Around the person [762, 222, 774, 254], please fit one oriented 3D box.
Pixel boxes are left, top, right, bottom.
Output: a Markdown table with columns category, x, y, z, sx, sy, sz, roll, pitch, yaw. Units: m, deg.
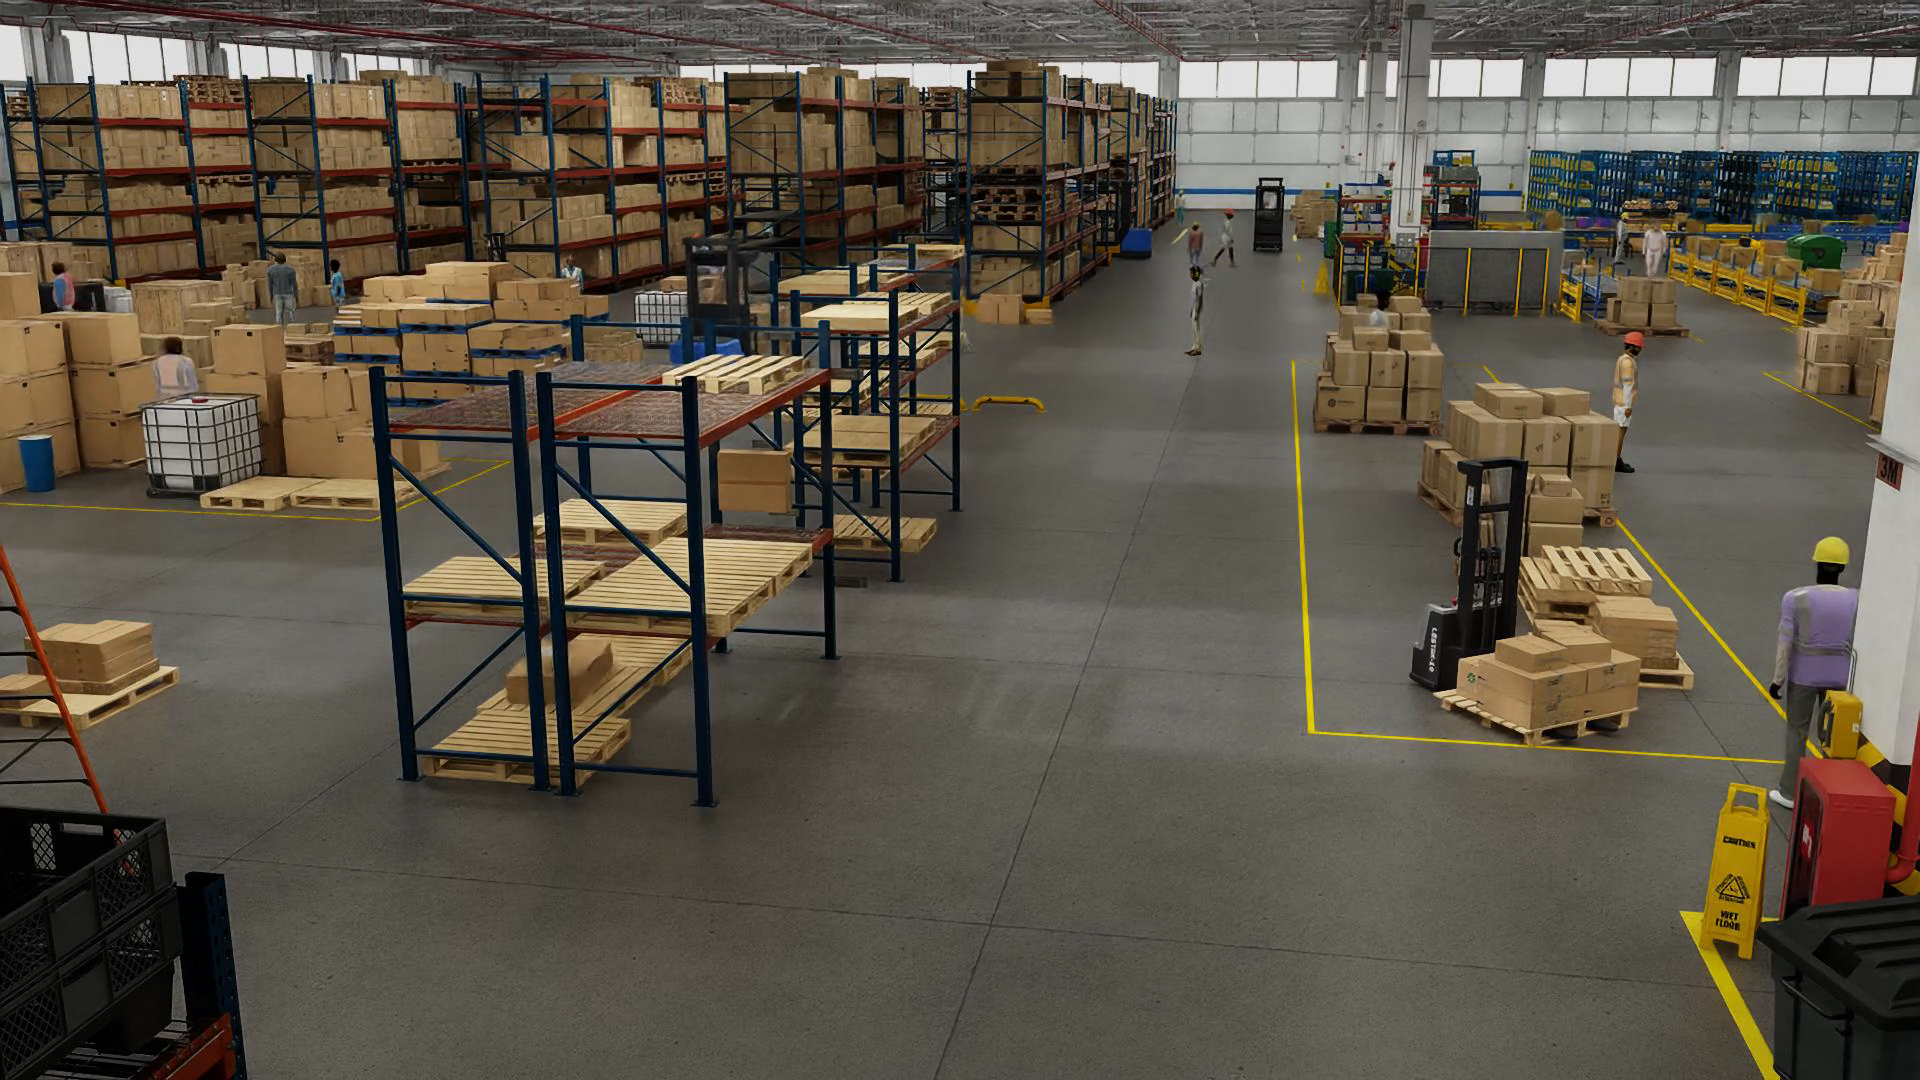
| category | x | y | z | sx | sy | sz | roll | pitch | yaw |
| --- | --- | --- | --- | --- | --- | --- | --- | --- | --- |
| person | -7.279 | -11.660 | 63.133 | 0.493 | 1.624 | 0.280 | -1 | 14 | -4 |

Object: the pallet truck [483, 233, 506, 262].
| category | x | y | z | sx | sy | sz | roll | pitch | yaw |
| --- | --- | --- | --- | --- | --- | --- | --- | --- | --- |
| pallet truck | -11.832 | -7.026 | 43.548 | 1.885 | 1.965 | 0.823 | 8 | 16 | 28 |

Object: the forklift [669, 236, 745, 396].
| category | x | y | z | sx | sy | sz | roll | pitch | yaw |
| --- | --- | --- | --- | --- | --- | --- | --- | --- | --- |
| forklift | -4.285 | -3.859 | 28.871 | 1.129 | 2.768 | 1.873 | 3 | 14 | 10 |

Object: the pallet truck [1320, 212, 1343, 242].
| category | x | y | z | sx | sy | sz | roll | pitch | yaw |
| --- | --- | --- | --- | --- | --- | --- | --- | --- | --- |
| pallet truck | 15.874 | -13.227 | 70.310 | 0.680 | 1.201 | 1.601 | 10 | 17 | 35 |

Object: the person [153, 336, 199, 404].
| category | x | y | z | sx | sy | sz | roll | pitch | yaw |
| --- | --- | --- | --- | --- | --- | --- | --- | --- | --- |
| person | -10.865 | -1.925 | 23.176 | 0.653 | 1.830 | 0.434 | 3 | 14 | 12 |

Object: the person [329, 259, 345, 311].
| category | x | y | z | sx | sy | sz | roll | pitch | yaw |
| --- | --- | --- | --- | --- | --- | --- | --- | --- | --- |
| person | -14.483 | -5.688 | 38.731 | 0.317 | 1.696 | 0.540 | -6 | 15 | -24 |

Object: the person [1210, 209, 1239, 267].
| category | x | y | z | sx | sy | sz | roll | pitch | yaw |
| --- | --- | --- | --- | --- | --- | --- | --- | --- | --- |
| person | 9.099 | -10.371 | 57.130 | 0.961 | 2.012 | 0.609 | 3 | 14 | 13 |

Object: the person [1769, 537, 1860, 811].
| category | x | y | z | sx | sy | sz | roll | pitch | yaw |
| --- | --- | --- | --- | --- | --- | --- | --- | --- | --- |
| person | 5.884 | 0.922 | 11.424 | 0.594 | 1.924 | 0.384 | 2 | 14 | 7 |

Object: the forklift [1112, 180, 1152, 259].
| category | x | y | z | sx | sy | sz | roll | pitch | yaw |
| --- | --- | --- | --- | --- | --- | --- | --- | --- | --- |
| forklift | 6.082 | -11.722 | 60.796 | 1.873 | 2.768 | 1.129 | 2 | 14 | 9 |

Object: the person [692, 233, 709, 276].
| category | x | y | z | sx | sy | sz | roll | pitch | yaw |
| --- | --- | --- | --- | --- | --- | --- | --- | --- | --- |
| person | -6.990 | -7.259 | 44.636 | 0.543 | 1.928 | 0.371 | 3 | 14 | 12 |

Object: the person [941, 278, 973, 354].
| category | x | y | z | sx | sy | sz | roll | pitch | yaw |
| --- | --- | --- | --- | --- | --- | --- | --- | --- | --- |
| person | -0.130 | -4.700 | 34.905 | 0.800 | 1.611 | 0.523 | -4 | 15 | -17 |

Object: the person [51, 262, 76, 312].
| category | x | y | z | sx | sy | sz | roll | pitch | yaw |
| --- | --- | --- | --- | --- | --- | --- | --- | --- | --- |
| person | -19.591 | -5.146 | 36.262 | 0.563 | 1.822 | 0.652 | -2 | 14 | -10 |

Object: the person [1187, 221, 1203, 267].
| category | x | y | z | sx | sy | sz | roll | pitch | yaw |
| --- | --- | --- | --- | --- | --- | --- | --- | --- | --- |
| person | 7.561 | -9.378 | 53.582 | 0.552 | 1.751 | 0.368 | -5 | 15 | -19 |

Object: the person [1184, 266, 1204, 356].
| category | x | y | z | sx | sy | sz | roll | pitch | yaw |
| --- | --- | --- | --- | --- | --- | --- | --- | --- | --- |
| person | 4.906 | -4.774 | 34.683 | 0.328 | 1.865 | 0.517 | -1 | 14 | -4 |

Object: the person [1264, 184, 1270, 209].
| category | x | y | z | sx | sy | sz | roll | pitch | yaw |
| --- | --- | --- | --- | --- | --- | --- | --- | --- | --- |
| person | 16.682 | -18.445 | 90.407 | 0.339 | 1.752 | 0.564 | 4 | 14 | 17 |

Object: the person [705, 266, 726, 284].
| category | x | y | z | sx | sy | sz | roll | pitch | yaw |
| --- | --- | --- | --- | --- | --- | --- | --- | --- | --- |
| person | -5.675 | -5.796 | 38.819 | 0.982 | 1.879 | 0.603 | 11 | 17 | 37 |

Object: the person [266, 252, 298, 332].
| category | x | y | z | sx | sy | sz | roll | pitch | yaw |
| --- | --- | --- | --- | --- | --- | --- | --- | --- | --- |
| person | -15.272 | -5.520 | 37.553 | 0.636 | 1.938 | 0.354 | -3 | 14 | -11 |

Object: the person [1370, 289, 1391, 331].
| category | x | y | z | sx | sy | sz | roll | pitch | yaw |
| --- | --- | --- | --- | --- | --- | --- | --- | --- | --- |
| person | 7.286 | -3.389 | 28.880 | 0.636 | 1.956 | 0.664 | 7 | 15 | 25 |

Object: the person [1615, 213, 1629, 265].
| category | x | y | z | sx | sy | sz | roll | pitch | yaw |
| --- | --- | --- | --- | --- | --- | --- | --- | --- | --- |
| person | 23.111 | -10.516 | 58.096 | 0.403 | 1.817 | 0.602 | 8 | 16 | 29 |

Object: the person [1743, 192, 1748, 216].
| category | x | y | z | sx | sy | sz | roll | pitch | yaw |
| --- | --- | --- | --- | --- | --- | --- | --- | --- | --- |
| person | 37.700 | -15.862 | 79.759 | 0.602 | 1.830 | 0.404 | -6 | 15 | -23 |

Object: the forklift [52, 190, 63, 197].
| category | x | y | z | sx | sy | sz | roll | pitch | yaw |
| --- | --- | --- | --- | --- | --- | --- | --- | --- | --- |
| forklift | -27.130 | -9.303 | 50.974 | 1.129 | 2.768 | 1.873 | 3 | 14 | 10 |

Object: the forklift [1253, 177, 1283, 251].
| category | x | y | z | sx | sy | sz | roll | pitch | yaw |
| --- | --- | --- | --- | --- | --- | --- | --- | --- | --- |
| forklift | 12.083 | -12.747 | 64.956 | 1.129 | 2.768 | 1.873 | 3 | 14 | 10 |

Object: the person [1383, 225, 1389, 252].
| category | x | y | z | sx | sy | sz | roll | pitch | yaw |
| --- | --- | --- | --- | --- | --- | --- | --- | --- | --- |
| person | 14.417 | -9.882 | 55.916 | 0.287 | 1.626 | 0.497 | -10 | 17 | -34 |

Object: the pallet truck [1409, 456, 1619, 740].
| category | x | y | z | sx | sy | sz | roll | pitch | yaw |
| --- | --- | --- | --- | --- | --- | --- | --- | --- | --- |
| pallet truck | 4.504 | 0.400 | 13.395 | 0.823 | 1.965 | 1.885 | -6 | 15 | -23 |

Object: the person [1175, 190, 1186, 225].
| category | x | y | z | sx | sy | sz | roll | pitch | yaw |
| --- | --- | --- | --- | --- | --- | --- | --- | --- | --- |
| person | 10.906 | -16.465 | 82.376 | 0.546 | 1.751 | 0.457 | 4 | 14 | 14 |

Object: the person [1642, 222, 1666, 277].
| category | x | y | z | sx | sy | sz | roll | pitch | yaw |
| --- | --- | --- | --- | --- | --- | --- | --- | --- | --- |
| person | 21.468 | -8.890 | 51.416 | 0.659 | 1.860 | 0.980 | 4 | 14 | 15 |

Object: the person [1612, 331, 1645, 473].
| category | x | y | z | sx | sy | sz | roll | pitch | yaw |
| --- | --- | --- | --- | --- | --- | --- | --- | --- | --- |
| person | 9.158 | -1.901 | 22.861 | 0.355 | 1.938 | 0.544 | 3 | 14 | 11 |

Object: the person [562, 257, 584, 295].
| category | x | y | z | sx | sy | sz | roll | pitch | yaw |
| --- | --- | --- | --- | --- | --- | --- | --- | --- | --- |
| person | -9.365 | -6.026 | 40.243 | 0.522 | 1.631 | 0.317 | -1 | 14 | -3 |
